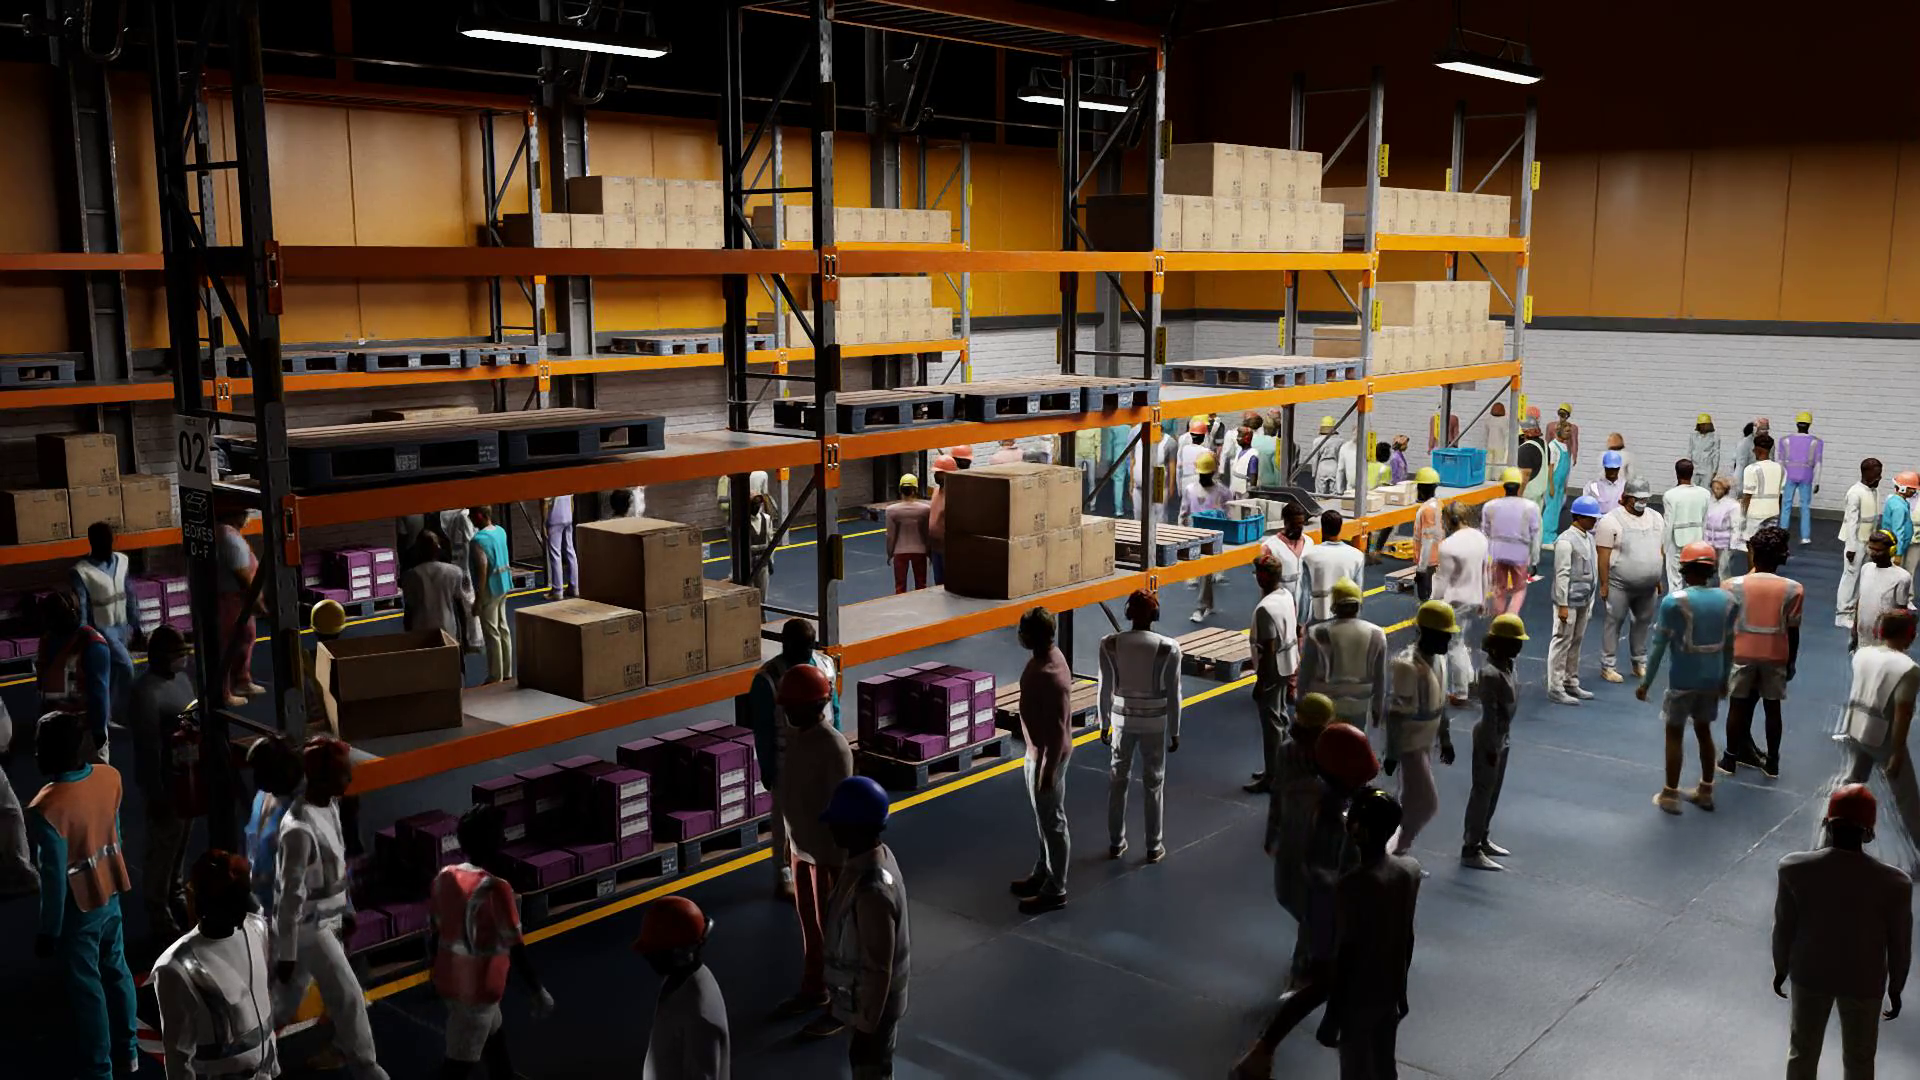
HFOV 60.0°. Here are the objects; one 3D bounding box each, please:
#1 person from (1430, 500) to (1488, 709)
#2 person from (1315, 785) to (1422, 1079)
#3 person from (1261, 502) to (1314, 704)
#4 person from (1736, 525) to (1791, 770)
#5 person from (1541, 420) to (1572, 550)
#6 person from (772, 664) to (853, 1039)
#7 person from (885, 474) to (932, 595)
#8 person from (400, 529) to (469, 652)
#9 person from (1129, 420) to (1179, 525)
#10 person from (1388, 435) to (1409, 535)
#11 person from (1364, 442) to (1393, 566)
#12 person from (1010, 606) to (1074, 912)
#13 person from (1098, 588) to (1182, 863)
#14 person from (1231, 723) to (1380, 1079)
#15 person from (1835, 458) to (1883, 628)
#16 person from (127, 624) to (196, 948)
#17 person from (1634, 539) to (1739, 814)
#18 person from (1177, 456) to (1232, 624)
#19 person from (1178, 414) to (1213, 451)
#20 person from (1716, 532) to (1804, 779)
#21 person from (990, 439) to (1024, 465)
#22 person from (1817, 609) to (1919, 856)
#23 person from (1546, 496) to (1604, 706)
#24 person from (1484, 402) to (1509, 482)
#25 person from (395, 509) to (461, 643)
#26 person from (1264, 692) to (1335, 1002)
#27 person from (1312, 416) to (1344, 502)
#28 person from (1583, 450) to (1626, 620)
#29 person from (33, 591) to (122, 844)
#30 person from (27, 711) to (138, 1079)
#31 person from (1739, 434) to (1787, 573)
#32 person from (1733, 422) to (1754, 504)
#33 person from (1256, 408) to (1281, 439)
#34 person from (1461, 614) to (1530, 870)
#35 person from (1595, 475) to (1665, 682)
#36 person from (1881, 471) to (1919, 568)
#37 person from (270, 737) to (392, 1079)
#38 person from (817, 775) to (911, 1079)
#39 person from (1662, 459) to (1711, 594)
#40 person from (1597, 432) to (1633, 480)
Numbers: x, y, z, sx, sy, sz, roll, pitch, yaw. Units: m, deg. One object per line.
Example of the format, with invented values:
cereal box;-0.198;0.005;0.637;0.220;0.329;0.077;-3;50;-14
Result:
person;4.523;0.586;15.158;0.661;1.913;0.445;-8;13;-41
person;1.733;1.955;7.110;0.517;1.875;0.325;-7;12;-37
person;2.968;0.597;15.124;0.597;1.909;0.405;-6;11;-33
person;6.463;0.852;13.425;0.370;1.964;0.602;5;11;29
person;8.435;-0.775;23.513;0.340;1.840;0.503;8;12;40
person;-0.778;1.619;8.790;0.408;1.986;0.618;-6;11;-32
person;-0.552;0.154;18.212;0.524;1.760;0.326;0;10;-2
person;-4.416;0.821;14.012;0.525;1.825;0.679;-3;10;-19
person;2.656;-0.799;23.054;0.686;2.000;0.538;5;11;25
person;6.186;-0.683;23.592;0.313;1.631;0.524;4;10;23
person;5.581;-0.476;22.194;0.403;1.679;0.517;-6;11;-32
person;0.524;1.365;10.453;0.375;1.936;0.627;-1;10;-4
person;1.214;1.257;11.272;0.576;1.880;0.351;3;10;19
person;1.773;1.781;7.855;0.904;1.977;0.620;0;10;0
person;9.993;0.030;18.500;0.587;1.912;0.376;-9;13;-42
person;-4.713;1.453;9.923;0.366;1.936;0.630;-1;10;-6
person;5.362;1.009;12.292;0.724;2.028;0.428;-2;10;-11
person;2.749;-0.015;18.831;0.601;1.887;0.846;7;12;36
person;3.438;-0.926;24.195;0.601;1.914;0.418;-5;11;-28
person;6.297;0.907;13.133;0.603;1.957;0.385;3;10;17
person;0.620;-0.516;21.776;0.642;1.905;0.399;-7;12;-37
person;6.176;1.343;11.042;0.977;1.778;0.596;-2;10;-10
person;5.666;0.548;15.326;0.414;1.939;0.604;9;13;44
person;9.329;-1.579;28.916;0.281;1.636;0.500;-6;11;-34
person;-5.442;0.198;17.102;0.681;2.000;0.535;-5;11;-25
person;1.972;1.665;9.290;0.577;1.732;0.502;-9;13;-44
person;5.563;-1.009;25.219;0.485;1.737;0.321;-1;10;-3
person;7.339;-0.048;18.847;0.605;1.948;0.391;2;10;12
person;-6.093;1.250;11.458;0.624;1.835;0.431;5;11;27
person;-4.271;1.766;8.104;0.394;1.920;0.587;1;10;6
person;9.877;-0.327;20.512;0.599;1.958;0.398;-3;10;-20
person;11.737;-0.910;24.744;0.362;1.690;0.572;-4;10;-23
person;4.681;-1.038;24.932;0.653;1.896;0.400;-5;11;-28
person;3.613;1.342;11.202;0.354;1.734;0.483;6;11;30
person;6.510;0.369;16.080;0.681;2.000;0.535;-2;10;-9
person;10.543;0.085;18.689;0.355;1.736;0.575;4;10;24
person;-3.159;1.840;7.959;0.956;1.842;0.575;-2;10;-13
person;-0.399;1.932;7.022;0.380;1.950;0.602;-1;10;-7
person;7.936;0.068;18.258;0.589;1.915;0.399;-3;10;-17
person;9.437;-0.740;23.963;0.498;1.617;0.479;1;10;5
